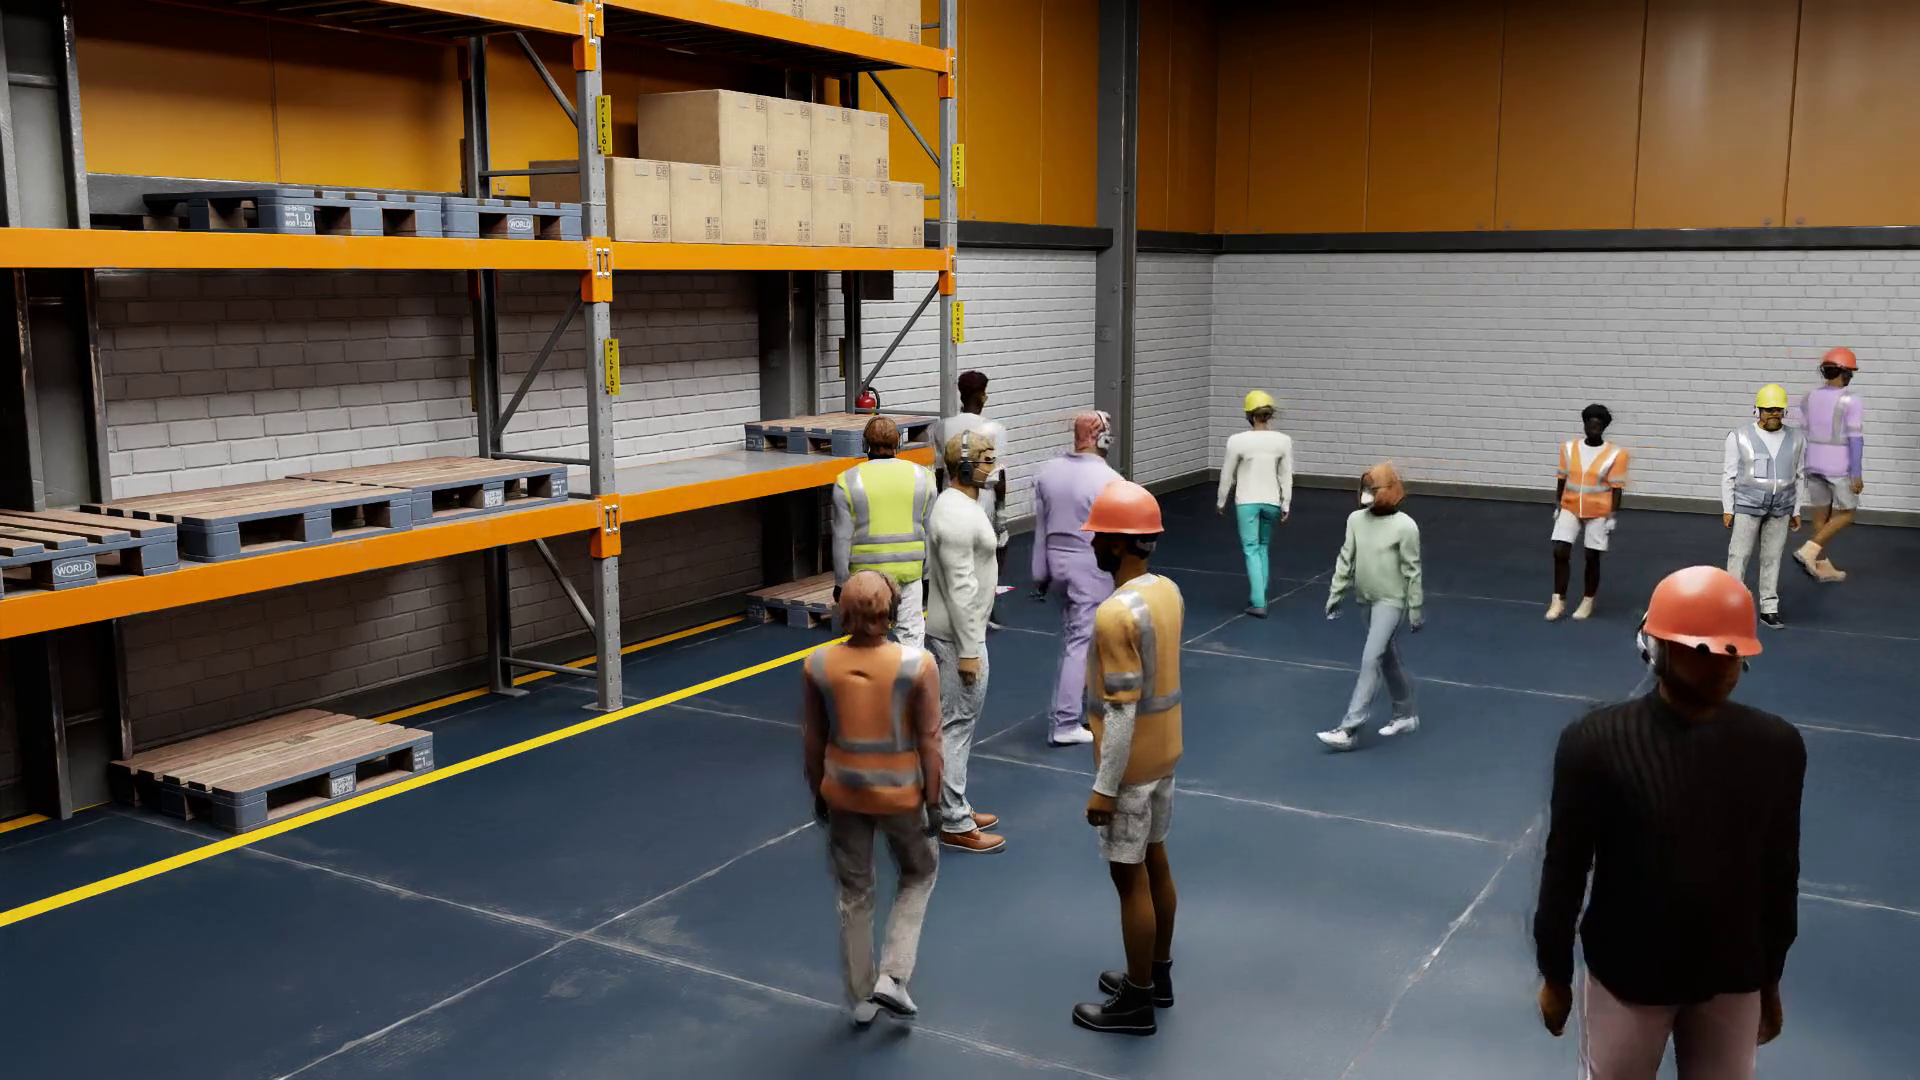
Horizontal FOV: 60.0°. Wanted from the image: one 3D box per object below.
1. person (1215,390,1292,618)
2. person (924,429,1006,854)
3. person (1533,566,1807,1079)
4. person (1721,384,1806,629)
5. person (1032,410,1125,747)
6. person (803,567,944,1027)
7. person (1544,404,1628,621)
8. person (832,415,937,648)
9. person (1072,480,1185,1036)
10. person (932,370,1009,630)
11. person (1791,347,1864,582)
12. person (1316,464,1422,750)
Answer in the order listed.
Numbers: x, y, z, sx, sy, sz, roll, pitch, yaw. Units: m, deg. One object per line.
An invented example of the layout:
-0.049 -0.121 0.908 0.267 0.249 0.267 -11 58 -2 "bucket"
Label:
2.271 -0.291 12.953 0.528 1.743 0.661 -3 9 -16 "person"
0.021 0.458 7.681 0.370 1.940 0.627 0 9 -2 "person"
1.718 1.014 4.115 0.625 1.973 0.781 0 9 -1 "person"
5.990 -0.247 12.410 0.586 1.833 0.404 1 9 5 "person"
0.808 0.204 9.444 0.839 1.872 0.683 -7 12 -38 "person"
-0.292 0.903 5.829 0.524 1.626 0.369 3 9 16 "person"
4.704 -0.189 12.521 0.548 1.666 0.626 7 12 39 "person"
-0.437 0.209 9.537 0.619 1.845 0.430 -3 10 -17 "person"
0.577 0.758 5.810 0.379 1.938 0.547 5 10 27 "person"
0.098 -0.271 12.217 0.625 1.945 0.507 5 10 27 "person"
7.370 -0.622 14.126 0.588 2.030 0.639 -3 10 -19 "person"
2.305 0.367 9.341 0.863 1.585 0.525 -5 10 -29 "person"
